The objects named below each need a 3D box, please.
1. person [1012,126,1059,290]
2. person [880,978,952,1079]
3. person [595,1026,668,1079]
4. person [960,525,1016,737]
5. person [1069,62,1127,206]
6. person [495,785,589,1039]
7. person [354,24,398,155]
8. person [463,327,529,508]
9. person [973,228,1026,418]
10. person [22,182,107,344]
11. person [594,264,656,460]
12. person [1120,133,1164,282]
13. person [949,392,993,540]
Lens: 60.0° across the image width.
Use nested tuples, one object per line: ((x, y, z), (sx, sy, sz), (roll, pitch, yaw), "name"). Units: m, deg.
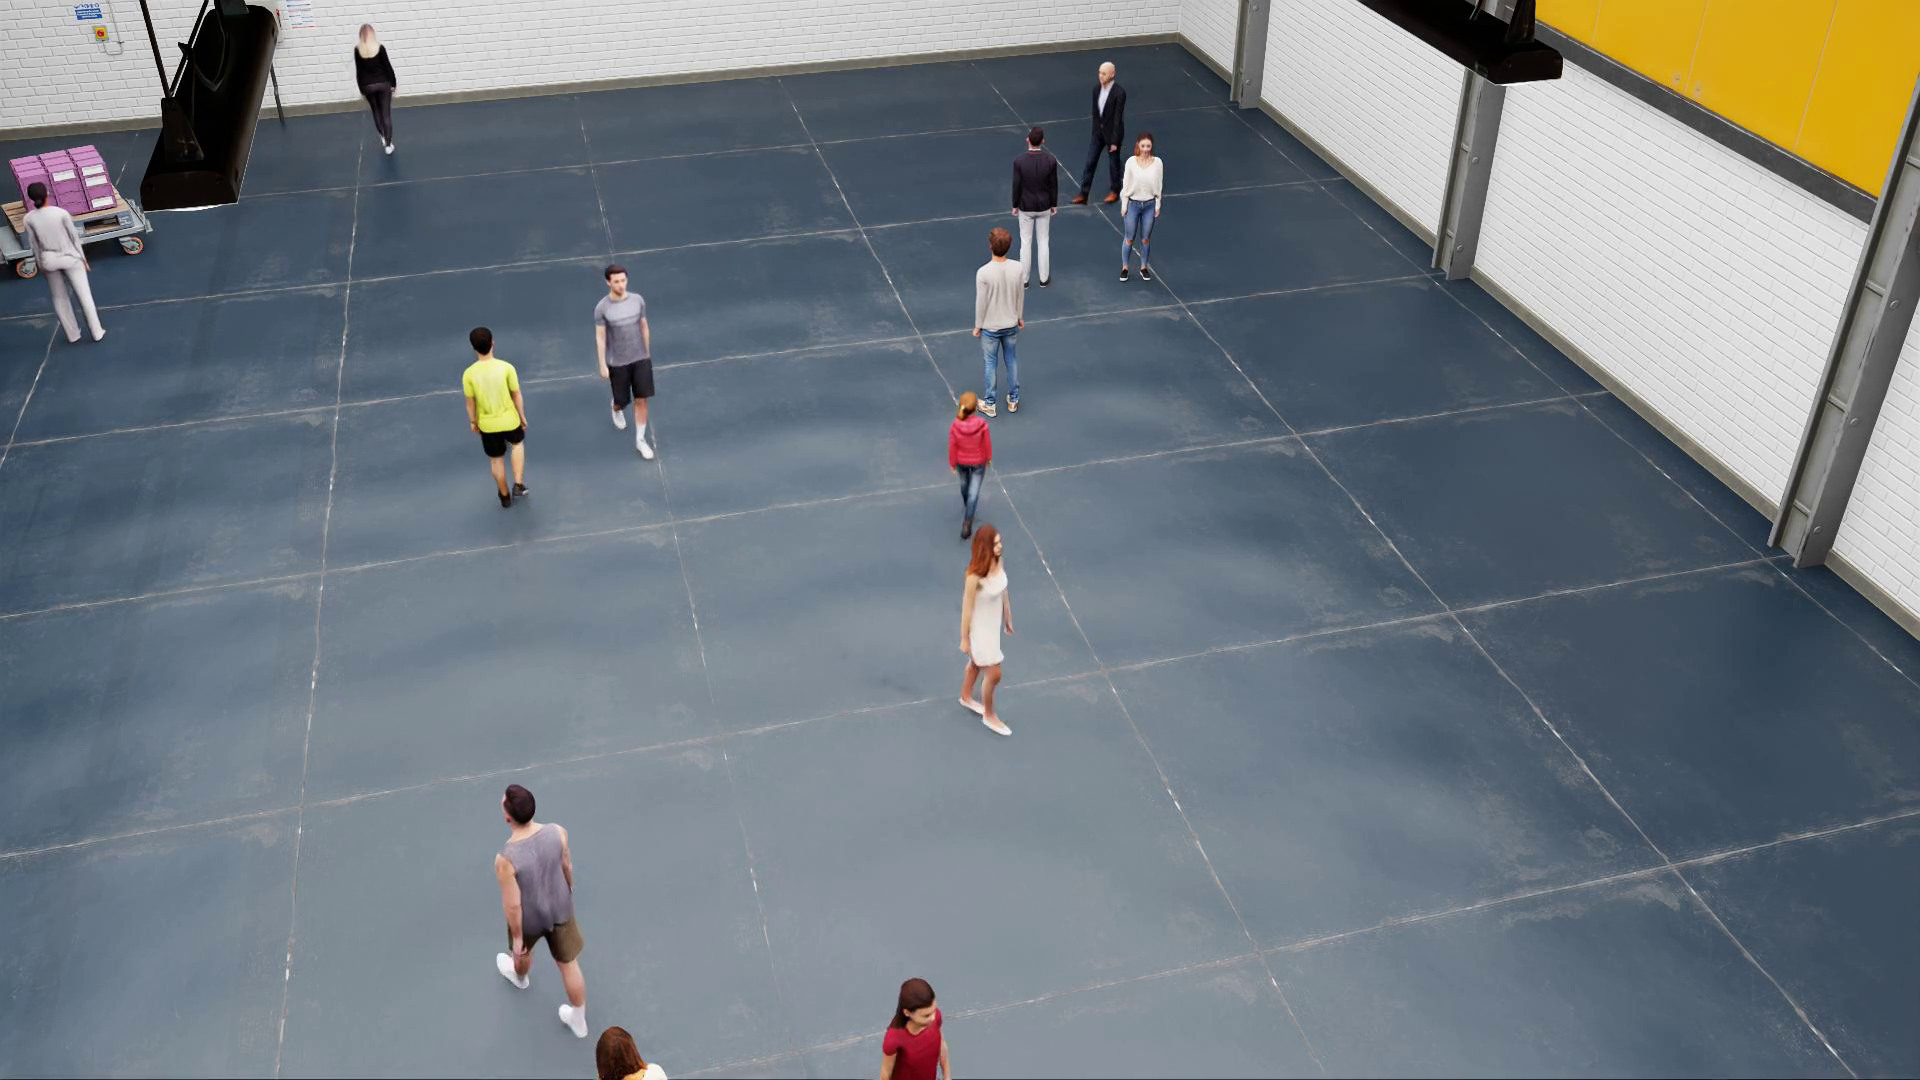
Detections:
((0.822, -3.670, 18.365), (0.708, 1.844, 0.639), (-1, 34, -1), "person")
((-0.304, 2.839, 8.879), (1.117, 1.505, 0.905), (29, 43, 36), "person")
((-1.626, 3.116, 8.315), (0.657, 1.668, 0.685), (-11, 35, -15), "person")
((0.105, 0.599, 12.080), (0.902, 1.691, 0.816), (24, 40, 31), "person")
((1.867, -4.987, 20.414), (1.096, 1.769, 1.093), (24, 40, 31), "person")
((-2.379, 2.204, 9.653), (0.947, 1.816, 1.162), (-27, 42, -34), "person")
((-7.677, -5.900, 21.884), (0.663, 1.662, 0.906), (-6, 34, -9), "person")
((-4.025, -1.027, 14.523), (0.633, 1.695, 0.602), (-8, 34, -12), "person")
((0.382, -2.076, 15.912), (0.672, 1.905, 0.592), (-11, 35, -16), "person")
((-9.327, -2.879, 17.273), (0.633, 1.736, 0.559), (-8, 34, -11), "person")
((-3.103, -1.705, 15.405), (0.809, 1.849, 1.058), (-17, 37, -24), "person")
((2.012, -3.724, 18.583), (0.667, 1.693, 0.627), (0, 34, -1), "person")
((0.080, -0.623, 14.282), (0.787, 1.289, 0.983), (7, 34, 11), "person")
